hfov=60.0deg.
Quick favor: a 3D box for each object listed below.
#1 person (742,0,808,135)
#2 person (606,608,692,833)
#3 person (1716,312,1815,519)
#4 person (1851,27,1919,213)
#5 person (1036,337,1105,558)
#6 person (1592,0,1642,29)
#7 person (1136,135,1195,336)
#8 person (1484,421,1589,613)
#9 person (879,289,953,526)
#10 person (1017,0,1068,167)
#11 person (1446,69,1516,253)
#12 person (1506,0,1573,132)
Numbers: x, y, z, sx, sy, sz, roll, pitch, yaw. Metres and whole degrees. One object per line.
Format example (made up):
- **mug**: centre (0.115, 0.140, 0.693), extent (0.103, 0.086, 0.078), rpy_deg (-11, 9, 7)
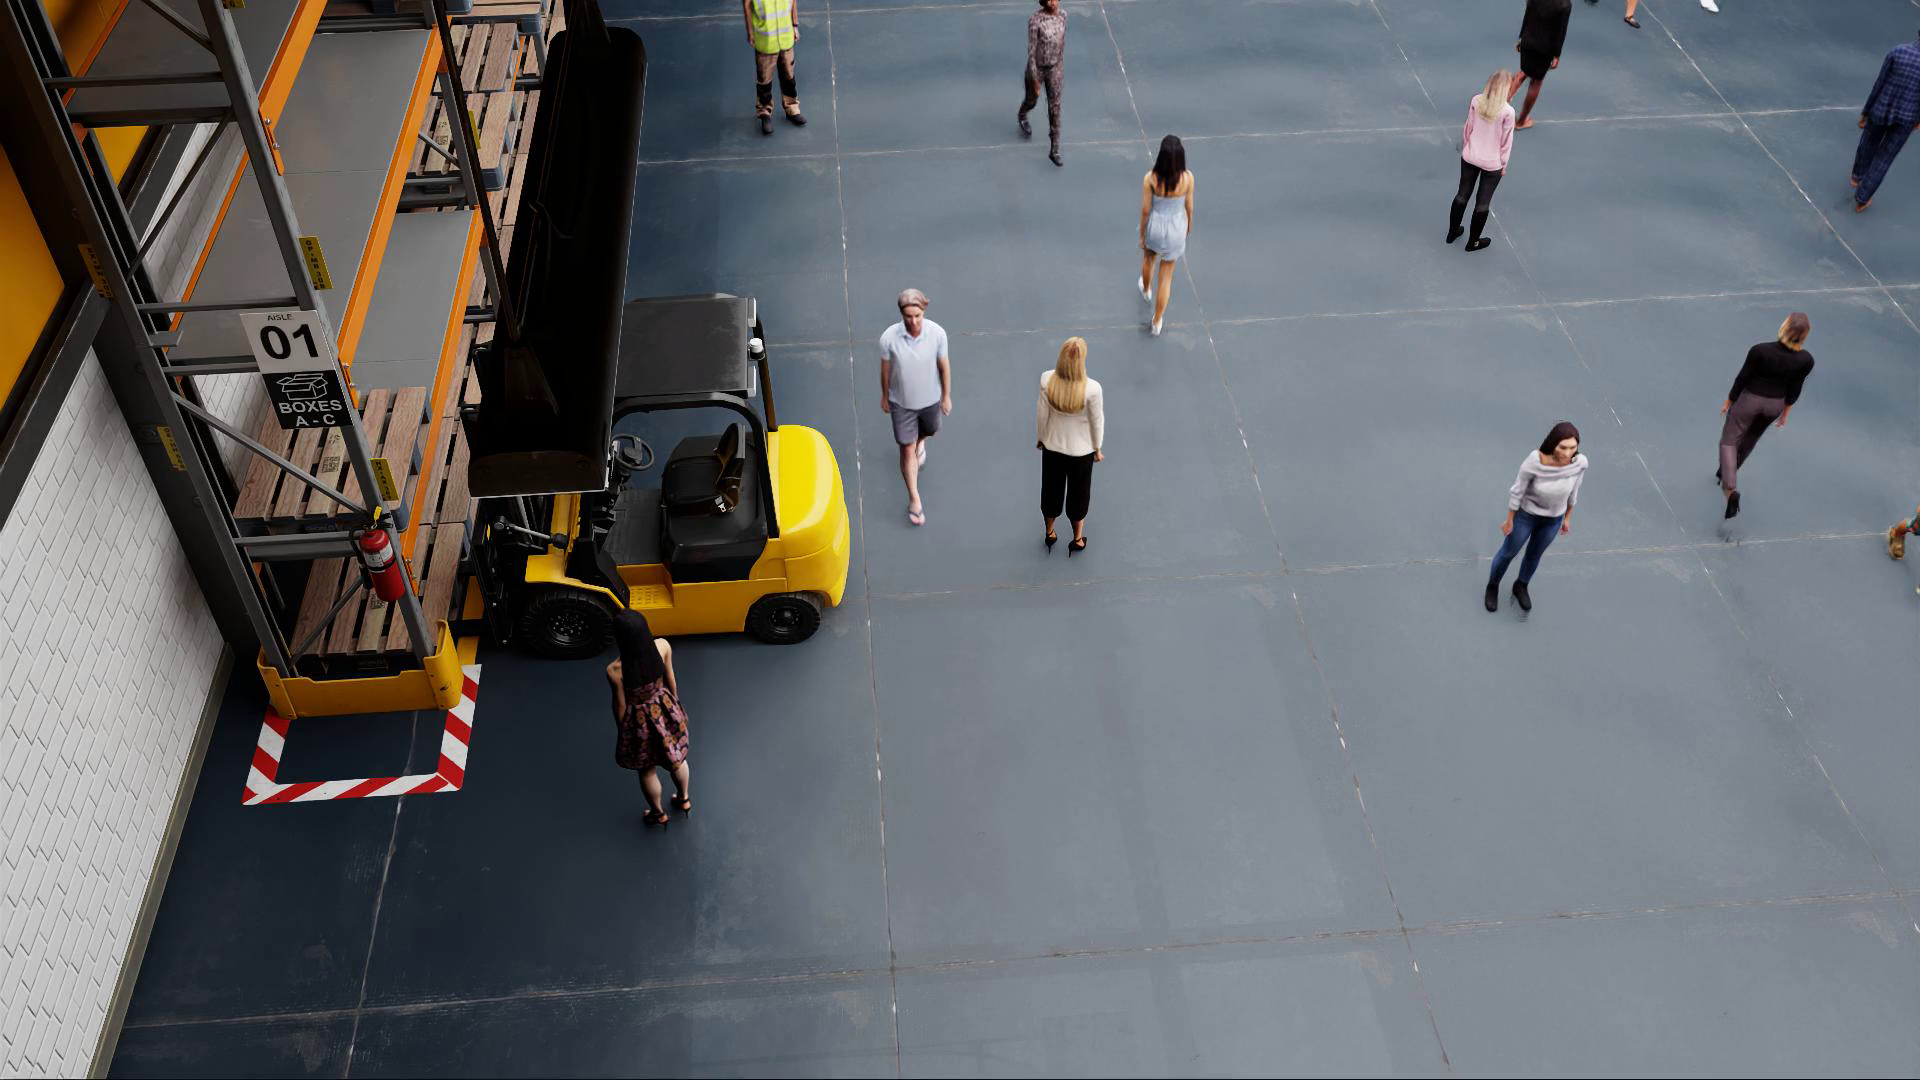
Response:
- **person**: centre (-1.771, -4.796, 15.820), extent (0.813, 1.847, 0.848), rpy_deg (-20, 47, -20)
- **person**: centre (-1.816, 1.055, 9.732), extent (0.801, 1.773, 0.847), rpy_deg (-31, 52, -29)
- **person**: centre (5.670, -0.870, 11.846), extent (0.786, 1.645, 1.055), rpy_deg (8, 44, 9)
- **person**: centre (8.282, -3.739, 14.749), extent (0.992, 1.794, 1.084), rpy_deg (26, 49, 24)
- **person**: centre (0.747, -0.629, 11.438), extent (0.691, 1.858, 0.659), rpy_deg (13, 45, 13)
- **person**: centre (7.063, -6.339, 17.590), extent (0.775, 1.638, 1.166), rpy_deg (-14, 45, -14)
- **person**: centre (1.659, -2.421, 13.432), extent (0.685, 1.702, 0.979), rpy_deg (3, 44, 3)
- **person**: centre (3.846, -0.162, 11.111), extent (0.603, 1.632, 0.501), rpy_deg (-3, 44, -3)
- **person**: centre (-0.322, -1.070, 11.942), extent (0.706, 1.800, 1.146), rpy_deg (-7, 44, -7)
- **person**: centre (0.748, -4.406, 15.533), extent (0.762, 1.678, 1.174), rpy_deg (-14, 45, -14)
- **person**: centre (4.507, -3.281, 14.345), extent (0.745, 1.688, 0.661), rpy_deg (-32, 52, -29)
- **person**: centre (5.417, -4.638, 15.753), extent (0.866, 1.710, 0.818), rpy_deg (-28, 50, -26)
